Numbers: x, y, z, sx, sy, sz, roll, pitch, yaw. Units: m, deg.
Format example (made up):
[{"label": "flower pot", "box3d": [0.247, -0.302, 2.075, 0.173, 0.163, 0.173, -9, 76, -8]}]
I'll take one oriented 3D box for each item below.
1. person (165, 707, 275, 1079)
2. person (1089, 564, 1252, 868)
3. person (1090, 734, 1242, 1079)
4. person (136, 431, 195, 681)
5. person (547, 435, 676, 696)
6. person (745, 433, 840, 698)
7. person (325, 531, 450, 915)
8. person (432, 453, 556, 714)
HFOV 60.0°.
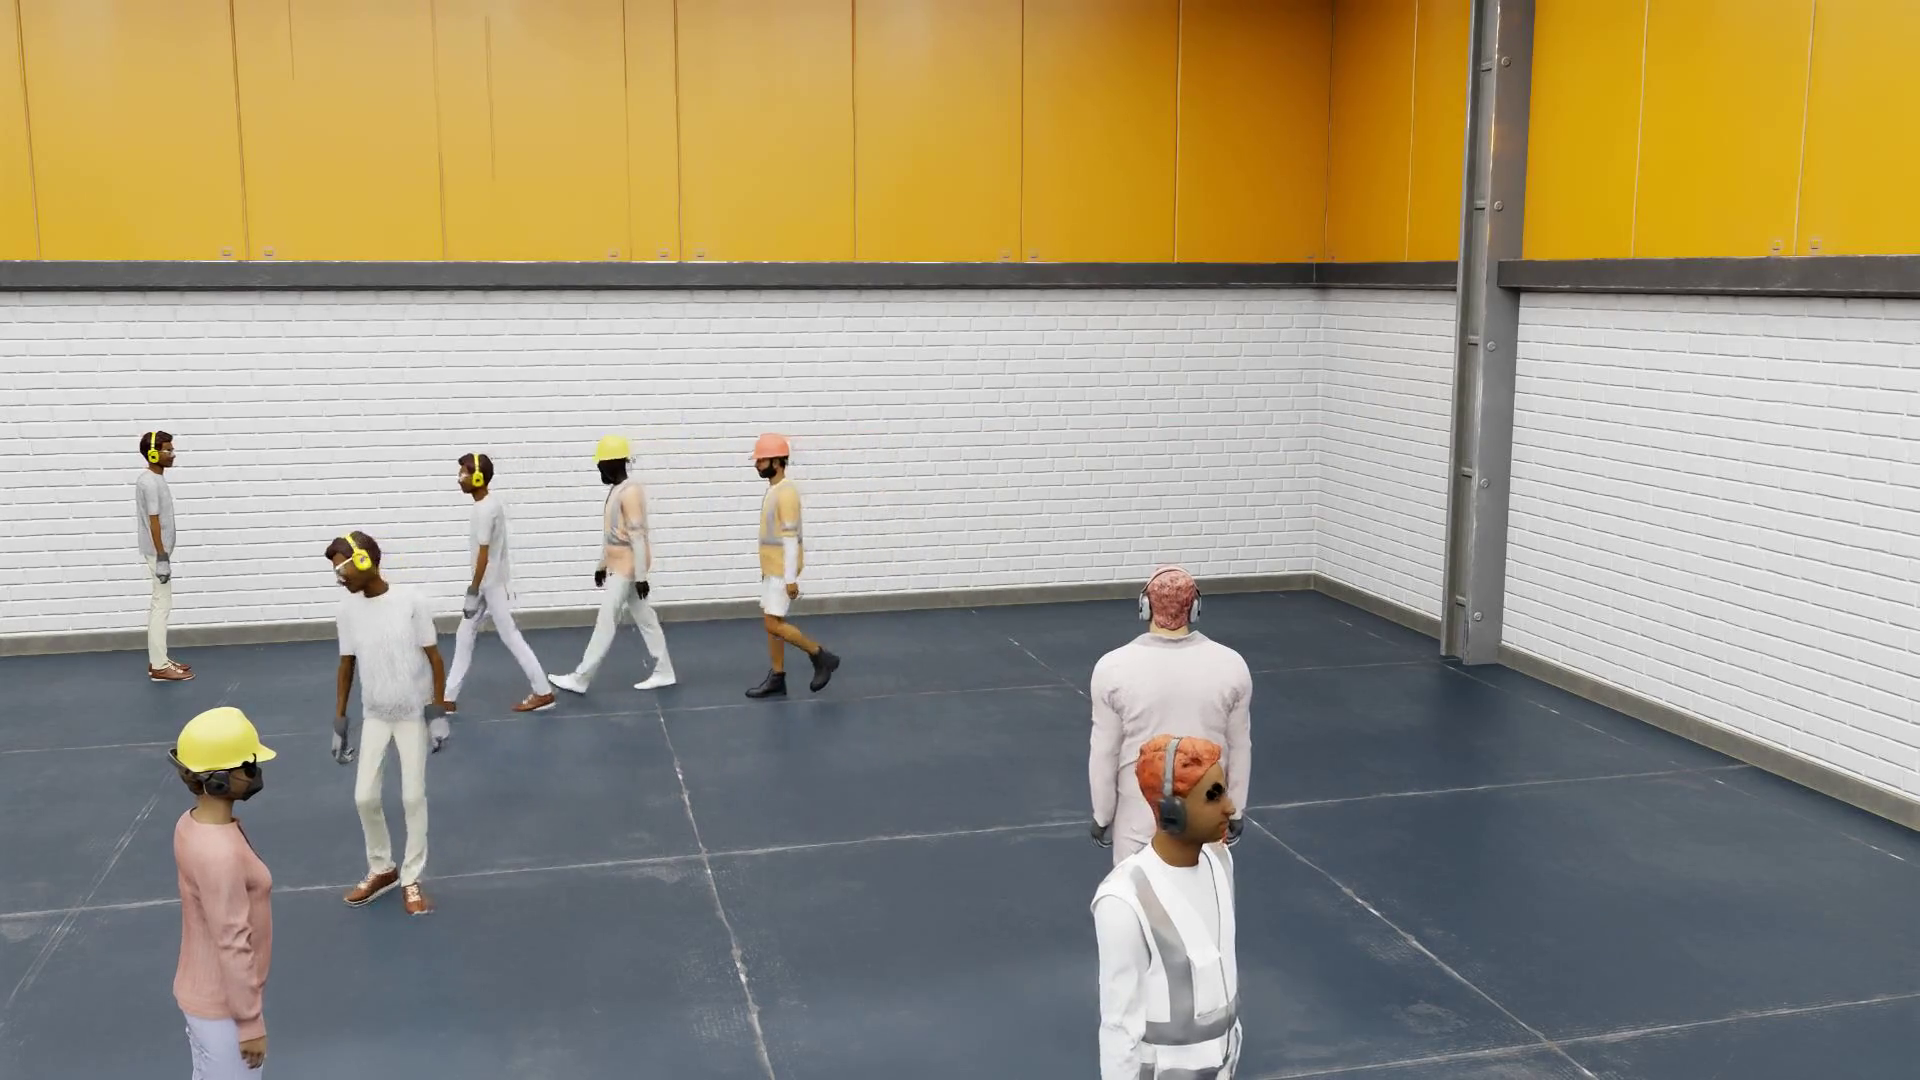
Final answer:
[{"label": "person", "box3d": [-2.163, 1.365, 4.956, 0.316, 1.769, 0.523, -6, 11, -33]}, {"label": "person", "box3d": [0.813, 1.042, 6.538, 0.639, 1.908, 0.409, -1, 9, -4]}, {"label": "person", "box3d": [0.560, 1.423, 4.258, 0.382, 1.880, 0.590, 6, 11, 33]}, {"label": "person", "box3d": [-5.967, 0.115, 12.439, 0.310, 1.869, 0.532, -5, 10, -27]}, {"label": "person", "box3d": [-2.508, 0.187, 11.947, 0.971, 1.874, 0.619, -3, 10, -18]}, {"label": "person", "box3d": [-1.227, 0.187, 11.835, 0.565, 1.917, 0.551, -2, 9, -14]}, {"label": "person", "box3d": [-2.699, 0.862, 7.931, 0.592, 1.831, 0.385, 1, 9, 5]}, {"label": "person", "box3d": [-3.254, 0.311, 11.376, 0.973, 1.819, 0.542, -3, 10, -18]}]
